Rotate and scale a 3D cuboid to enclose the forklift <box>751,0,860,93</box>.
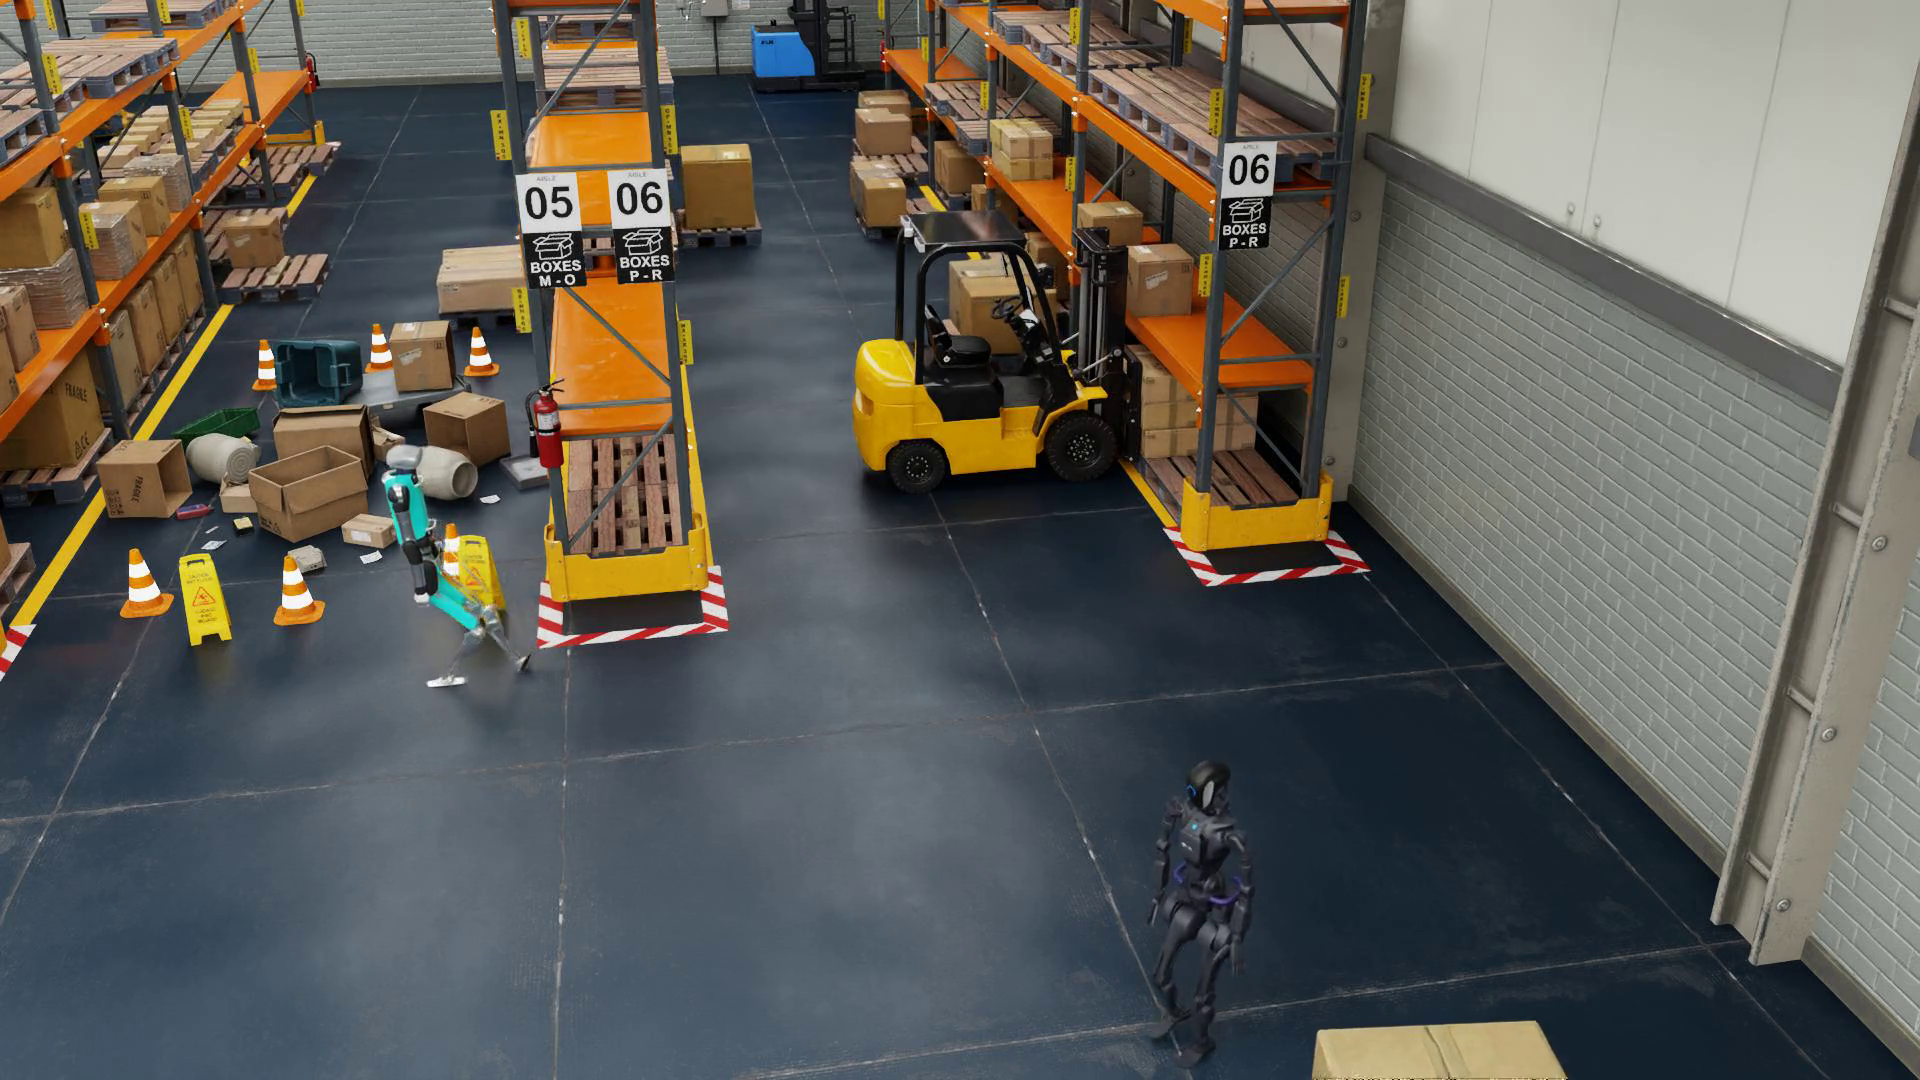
[{"bbox_3d":[-2.872,-9.679,30.288,1.873,2.768,1.129,-5,26,-10],"label":"forklift"}]

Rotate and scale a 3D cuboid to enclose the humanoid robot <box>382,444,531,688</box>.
[{"bbox_3d":[-3.299,0.222,11.060,0.829,1.860,0.548,-5,26,-11],"label":"humanoid robot"}]

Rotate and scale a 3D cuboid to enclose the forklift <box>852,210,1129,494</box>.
[{"bbox_3d":[0.216,-1.659,14.366,2.313,2.155,1.214,-5,26,-10],"label":"forklift"}]

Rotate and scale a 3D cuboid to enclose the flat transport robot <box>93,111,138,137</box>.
[{"bbox_3d":[-14.093,-6.650,26.978,1.431,0.231,0.659,-12,28,-24],"label":"flat transport robot"}]

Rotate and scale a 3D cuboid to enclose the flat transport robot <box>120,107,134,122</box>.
[{"bbox_3d":[-14.571,-7.020,27.748,0.659,0.231,1.431,23,34,39],"label":"flat transport robot"}]

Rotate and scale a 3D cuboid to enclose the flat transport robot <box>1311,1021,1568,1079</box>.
[{"bbox_3d":[1.864,3.139,6.592,1.431,0.231,0.659,10,27,20],"label":"flat transport robot"}]

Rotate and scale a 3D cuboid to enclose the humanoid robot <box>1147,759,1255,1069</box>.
[{"bbox_3d":[1.141,1.759,7.839,0.312,1.656,0.609,-22,33,-38],"label":"humanoid robot"}]
